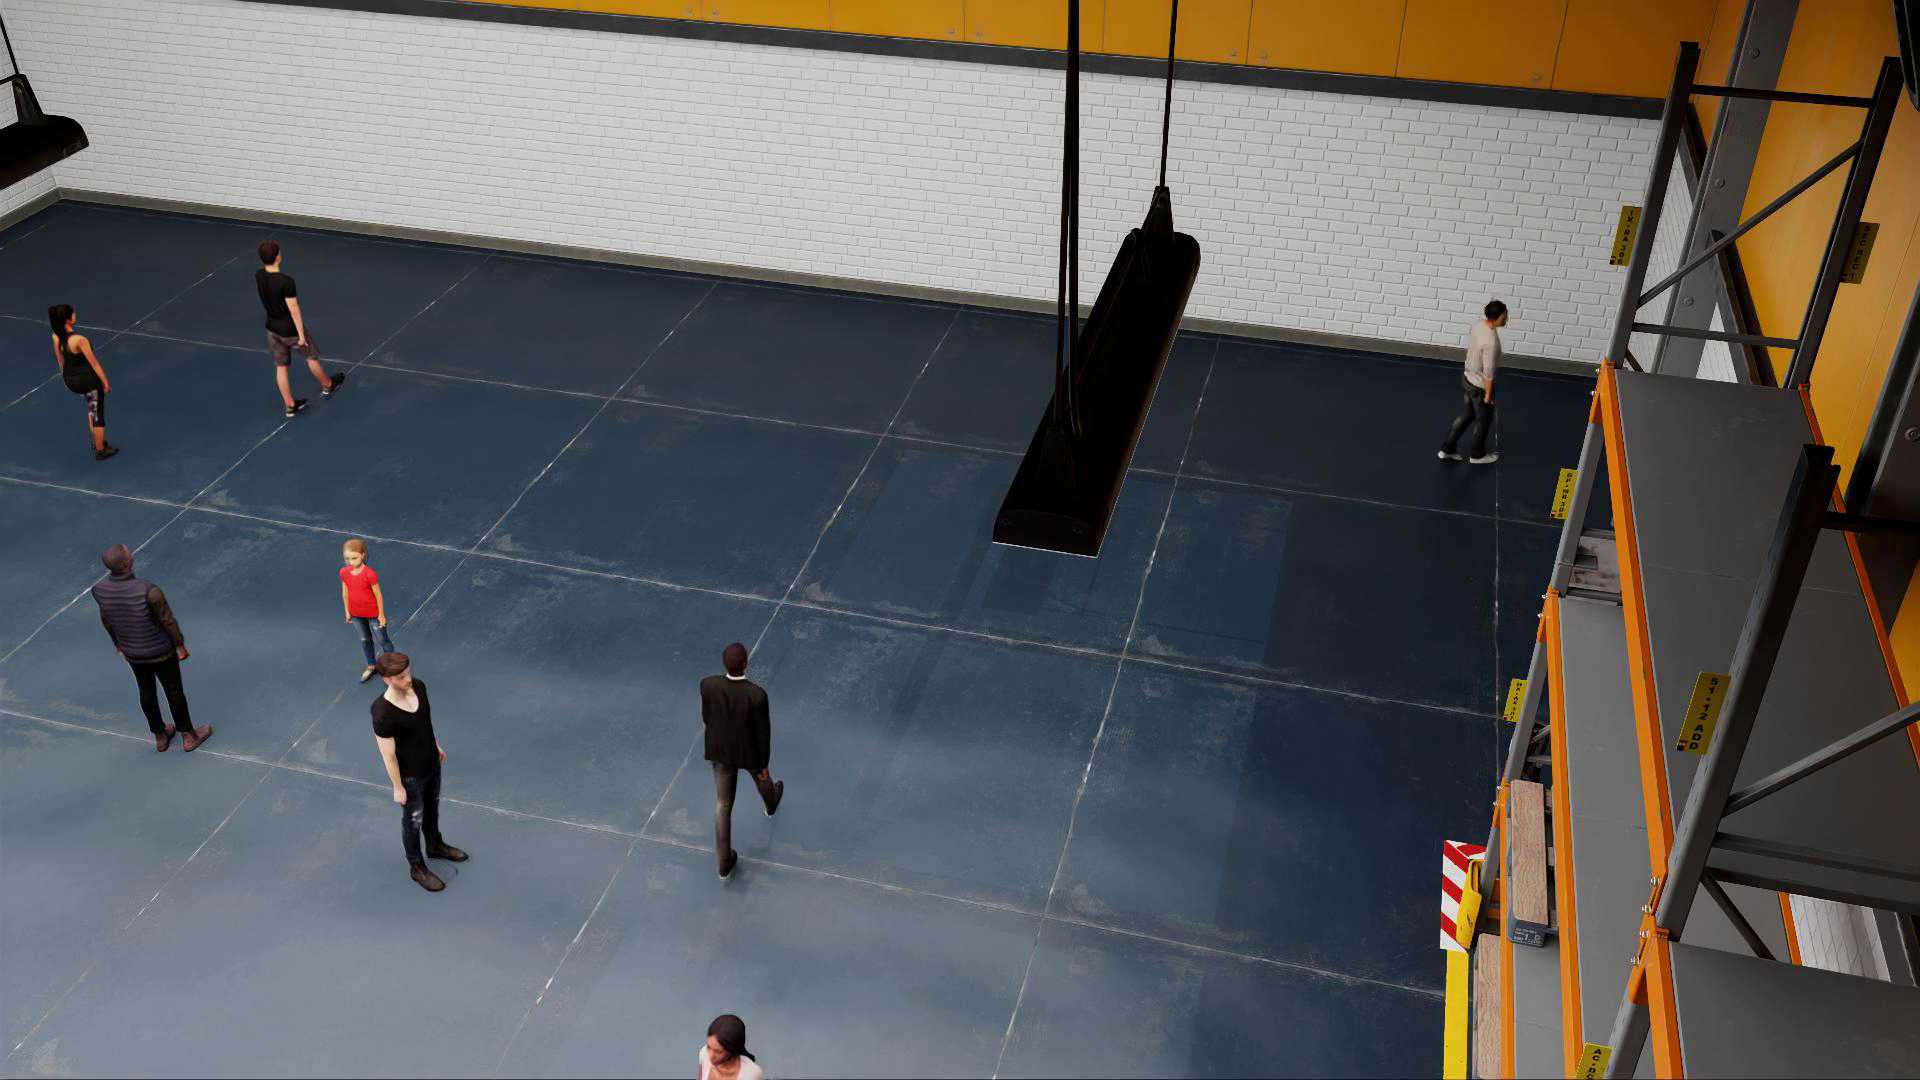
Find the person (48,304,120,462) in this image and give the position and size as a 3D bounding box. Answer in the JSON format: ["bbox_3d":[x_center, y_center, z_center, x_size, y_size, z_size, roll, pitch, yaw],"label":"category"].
[{"bbox_3d":[-8.493,-1.493,16.006,0.626,1.653,0.589,12,35,17],"label":"person"}]

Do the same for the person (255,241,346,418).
[{"bbox_3d":[-6.858,-2.097,16.750,0.713,1.834,1.048,11,35,16],"label":"person"}]

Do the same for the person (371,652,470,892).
[{"bbox_3d":[-3.699,1.521,11.253,0.749,1.895,0.488,10,35,15],"label":"person"}]

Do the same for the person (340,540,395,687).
[{"bbox_3d":[-4.714,0.561,13.224,0.497,1.311,0.498,6,34,9],"label":"person"}]

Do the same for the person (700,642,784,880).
[{"bbox_3d":[-1.556,1.528,11.376,0.734,1.747,1.195,6,34,8],"label":"person"}]

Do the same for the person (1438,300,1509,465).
[{"bbox_3d":[4.967,-1.503,15.891,0.896,1.796,0.877,-10,35,-15],"label":"person"}]

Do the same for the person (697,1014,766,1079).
[{"bbox_3d":[-1.138,3.145,8.986,0.915,1.700,1.204,24,40,31],"label":"person"}]

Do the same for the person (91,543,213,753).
[{"bbox_3d":[-6.051,0.803,12.386,0.740,1.836,0.635,2,34,4],"label":"person"}]
